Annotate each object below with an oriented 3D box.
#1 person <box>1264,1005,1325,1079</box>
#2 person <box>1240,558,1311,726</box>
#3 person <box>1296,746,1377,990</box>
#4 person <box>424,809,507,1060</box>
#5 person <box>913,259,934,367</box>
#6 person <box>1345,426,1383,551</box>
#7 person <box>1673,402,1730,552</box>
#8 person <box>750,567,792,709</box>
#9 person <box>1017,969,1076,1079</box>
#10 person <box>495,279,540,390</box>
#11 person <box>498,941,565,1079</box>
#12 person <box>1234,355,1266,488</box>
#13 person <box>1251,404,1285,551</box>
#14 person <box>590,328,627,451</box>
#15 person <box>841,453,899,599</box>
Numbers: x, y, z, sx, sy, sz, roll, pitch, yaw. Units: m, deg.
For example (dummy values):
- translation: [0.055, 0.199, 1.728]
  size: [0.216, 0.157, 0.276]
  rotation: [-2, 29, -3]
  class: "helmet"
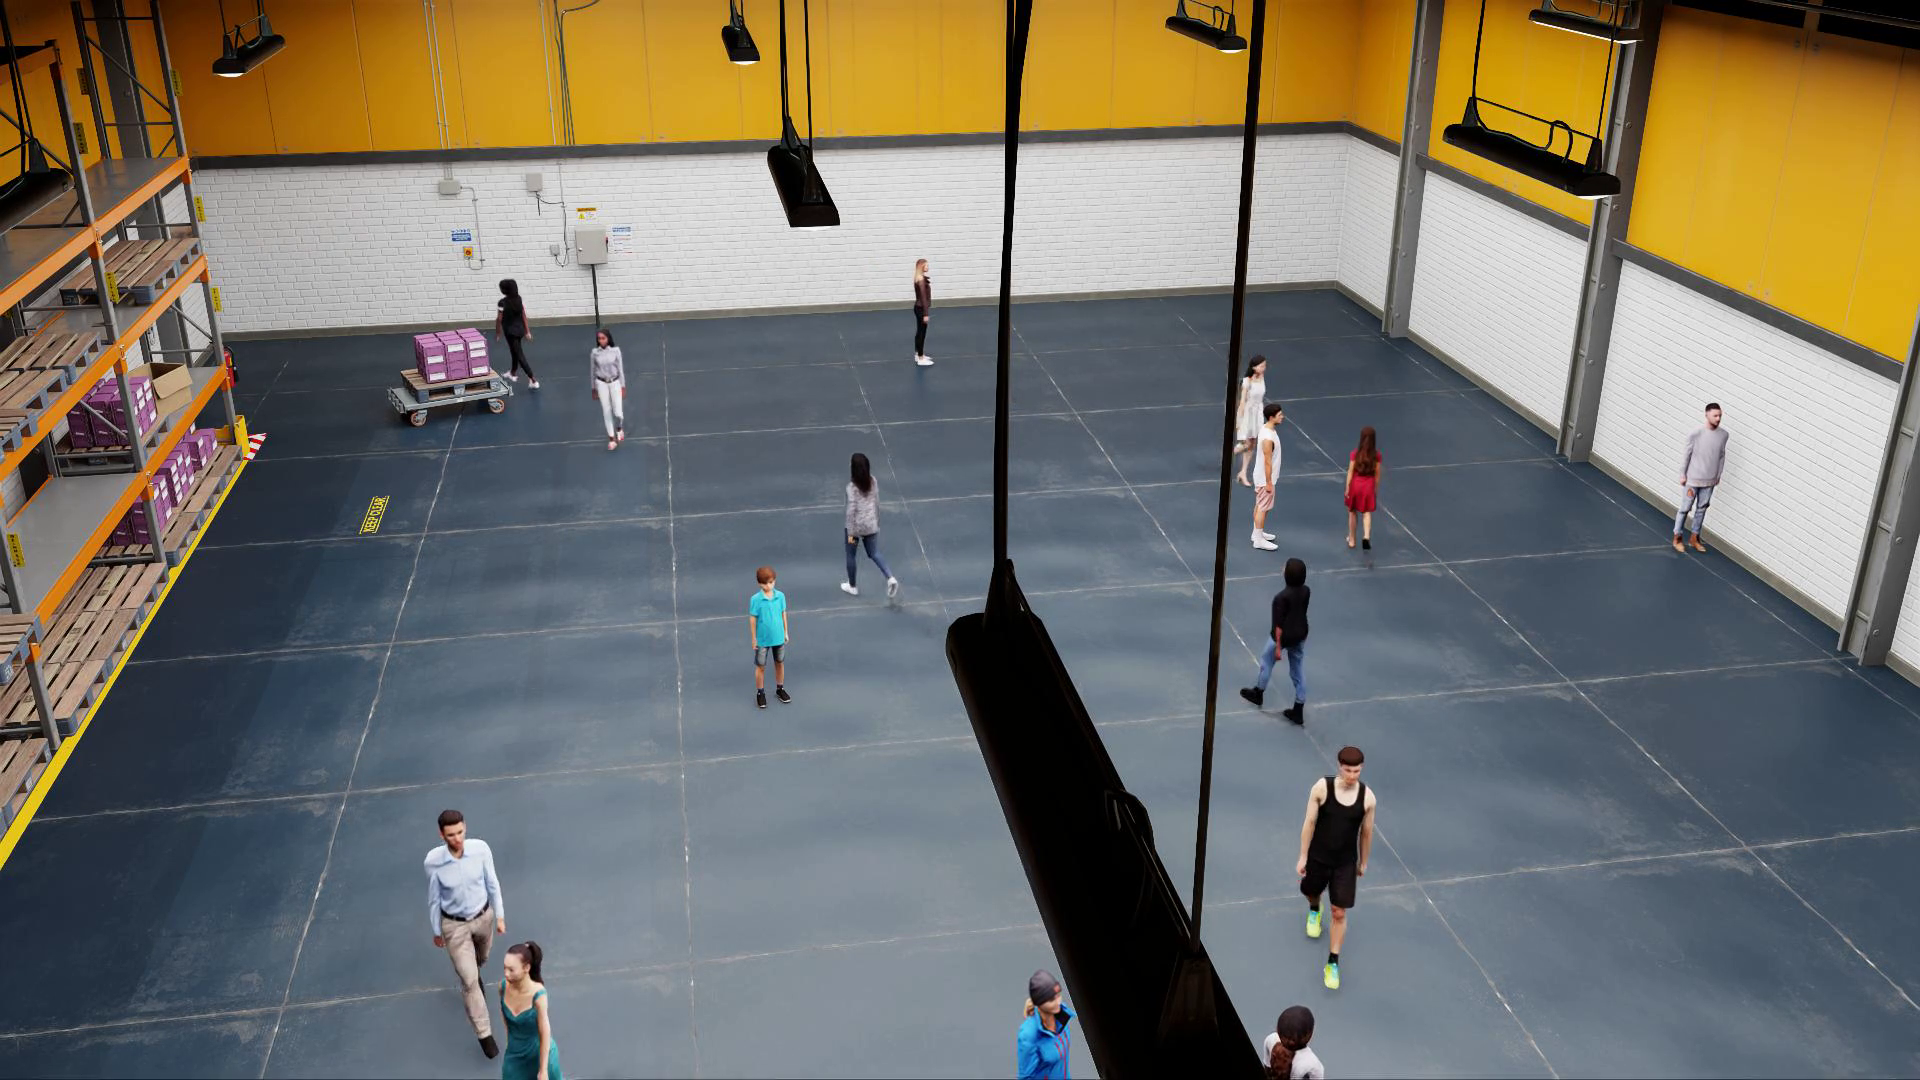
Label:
- translation: [1.998, 3.522, 10.069]
  size: [0.731, 1.718, 0.636]
  rotation: [-21, 31, -39]
  class: "person"
- translation: [3.202, 0.998, 15.892]
  size: [0.798, 1.678, 1.034]
  rotation: [-14, 27, -29]
  class: "person"
- translation: [2.800, 2.356, 12.554]
  size: [0.995, 1.864, 1.236]
  rotation: [6, 24, 13]
  class: "person"
- translation: [-3.530, 2.682, 11.872]
  size: [0.964, 1.813, 1.315]
  rotation: [-14, 27, -29]
  class: "person"
- translation: [-0.618, -3.643, 26.477]
  size: [0.657, 1.705, 0.427]
  rotation: [-4, 24, -9]
  class: "person"
- translation: [4.770, -0.580, 19.677]
  size: [0.658, 1.539, 0.860]
  rotation: [2, 24, 4]
  class: "person"
- translation: [8.780, -0.768, 19.733]
  size: [0.698, 1.839, 0.604]
  rotation: [-1, 24, -3]
  class: "person"
- translation: [-1.875, 0.927, 16.341]
  size: [0.570, 1.449, 0.552]
  rotation: [-11, 26, -23]
  class: "person"
- translation: [0.494, 3.409, 10.232]
  size: [0.728, 1.795, 0.685]
  rotation: [18, 29, 35]
  class: "person"
- translation: [-6.714, -3.079, 25.222]
  size: [1.123, 1.677, 1.132]
  rotation: [15, 28, 31]
  class: "person"
- translation: [-2.700, 3.285, 10.713]
  size: [0.936, 1.637, 1.102]
  rotation: [10, 25, 21]
  class: "person"
- translation: [3.707, -1.573, 21.674]
  size: [0.867, 1.759, 0.959]
  rotation: [-19, 30, -37]
  class: "person"
- translation: [3.638, -0.774, 19.810]
  size: [0.757, 1.789, 0.606]
  rotation: [2, 24, 6]
  class: "person"
- translation: [-4.821, -2.105, 22.949]
  size: [0.669, 1.713, 0.702]
  rotation: [0, 24, 0]
  class: "person"
- translation: [-1.031, -0.118, 18.405]
  size: [0.982, 1.712, 1.140]
  rotation: [-21, 31, -39]
  class: "person"
